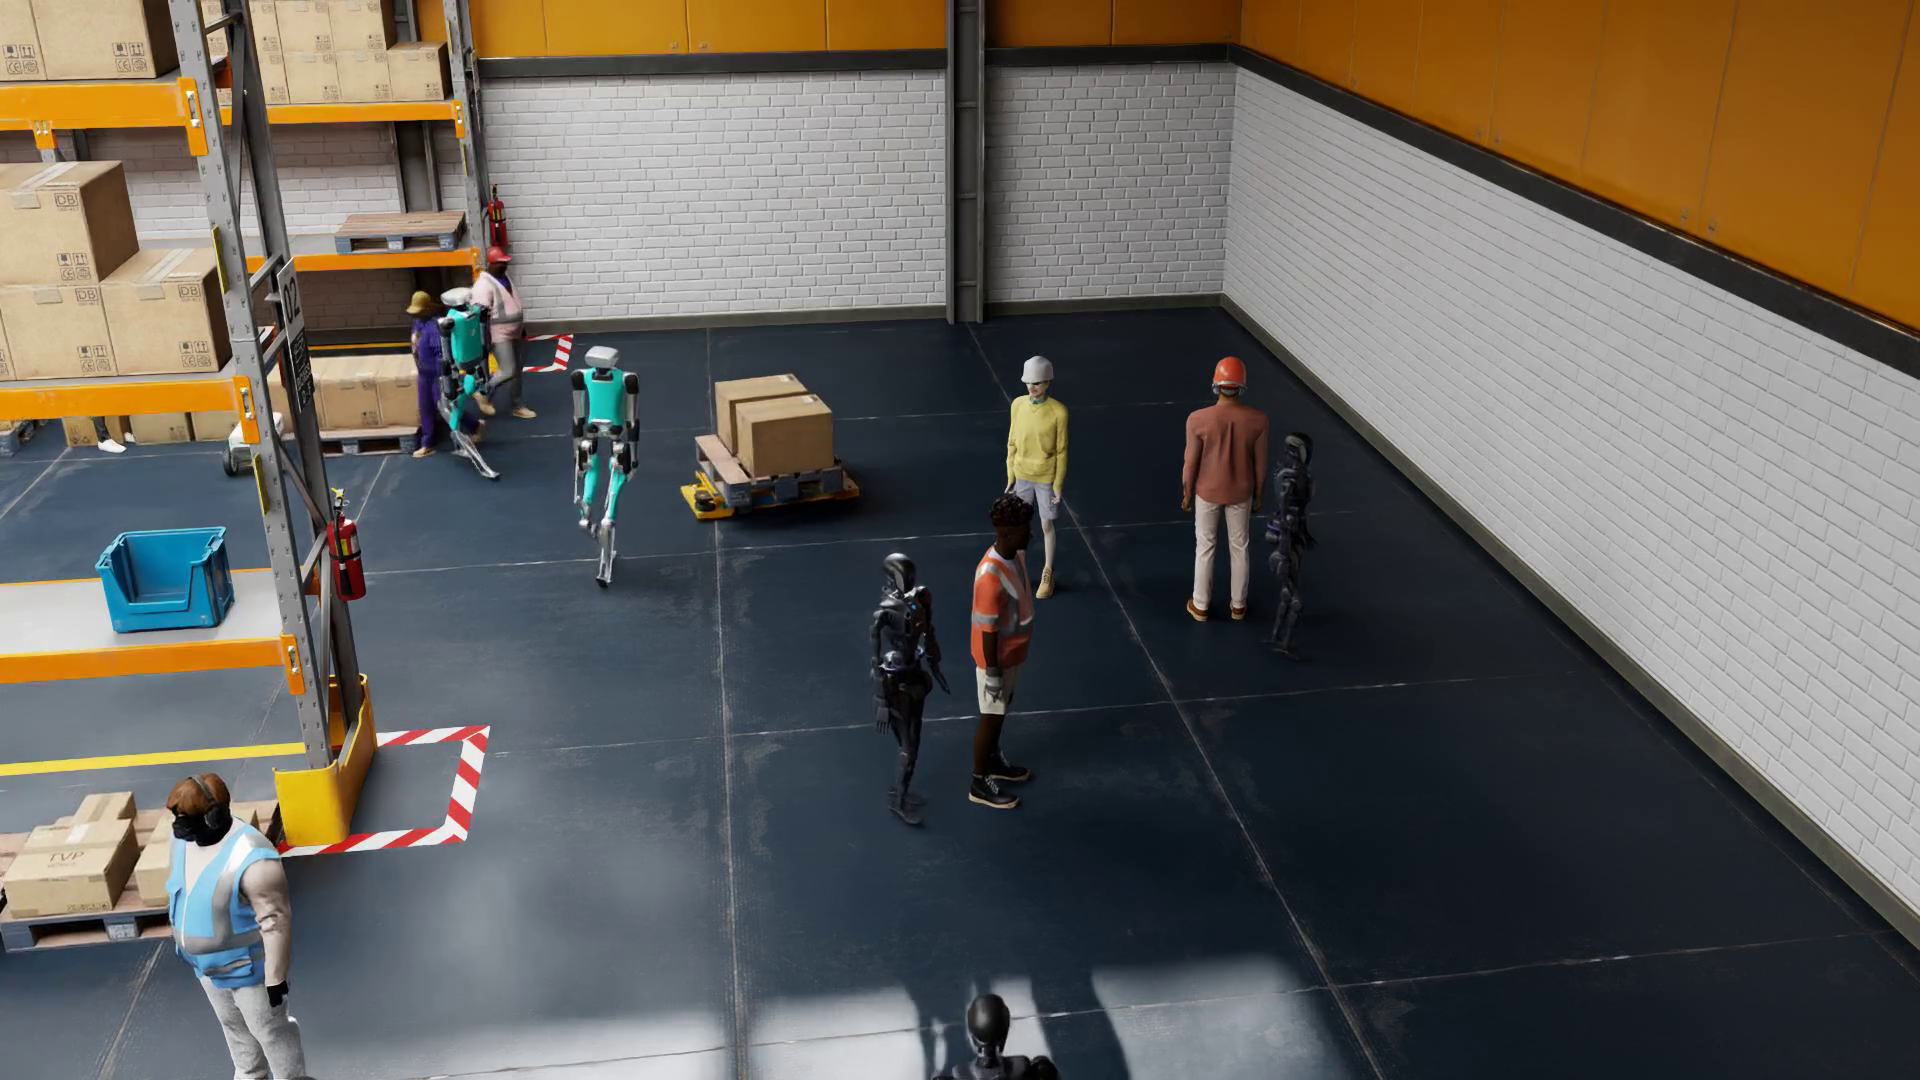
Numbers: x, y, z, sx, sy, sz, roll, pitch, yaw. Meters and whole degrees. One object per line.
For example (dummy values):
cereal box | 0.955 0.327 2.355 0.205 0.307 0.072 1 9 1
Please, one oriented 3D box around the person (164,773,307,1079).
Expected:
person | -3.174 1.830 7.272 0.634 1.841 0.429 14 27 29

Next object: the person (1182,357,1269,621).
person | 1.904 -0.358 12.069 0.610 1.994 0.392 -1 24 -1

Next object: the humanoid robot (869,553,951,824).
humanoid robot | -0.304 0.839 9.731 0.353 1.656 0.589 16 28 33

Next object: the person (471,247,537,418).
person | -4.445 -1.993 16.115 0.487 1.739 0.618 6 24 14

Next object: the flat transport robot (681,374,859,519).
flat transport robot | -1.655 -0.465 14.457 1.431 0.231 0.659 -9 25 -20

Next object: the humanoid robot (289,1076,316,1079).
humanoid robot | -2.258 2.572 5.794 0.595 1.647 0.417 4 24 9

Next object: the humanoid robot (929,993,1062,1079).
humanoid robot | 0.157 2.433 6.110 0.609 1.629 0.492 -5 24 -11

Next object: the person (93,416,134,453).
person | -7.947 -1.742 15.379 0.314 1.866 0.534 2 24 5

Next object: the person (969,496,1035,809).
person | 0.252 0.651 9.815 0.367 1.959 0.604 6 24 13

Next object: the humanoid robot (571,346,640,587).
humanoid robot | -2.771 -0.497 12.800 0.557 1.865 0.865 2 24 4

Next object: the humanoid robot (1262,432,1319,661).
humanoid robot | 2.337 0.023 11.587 0.370 1.655 0.608 11 26 23

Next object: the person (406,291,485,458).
person | -4.751 -1.538 15.246 0.497 1.592 0.602 20 30 37

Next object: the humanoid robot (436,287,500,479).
humanoid robot | -4.491 -1.398 14.767 0.935 1.769 0.564 13 27 28

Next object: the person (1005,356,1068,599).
person | 0.572 -0.480 12.476 0.472 1.892 0.384 10 26 22

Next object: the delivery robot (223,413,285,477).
delivery robot | -6.374 -0.914 15.120 0.525 0.592 0.763 -4 24 -8
